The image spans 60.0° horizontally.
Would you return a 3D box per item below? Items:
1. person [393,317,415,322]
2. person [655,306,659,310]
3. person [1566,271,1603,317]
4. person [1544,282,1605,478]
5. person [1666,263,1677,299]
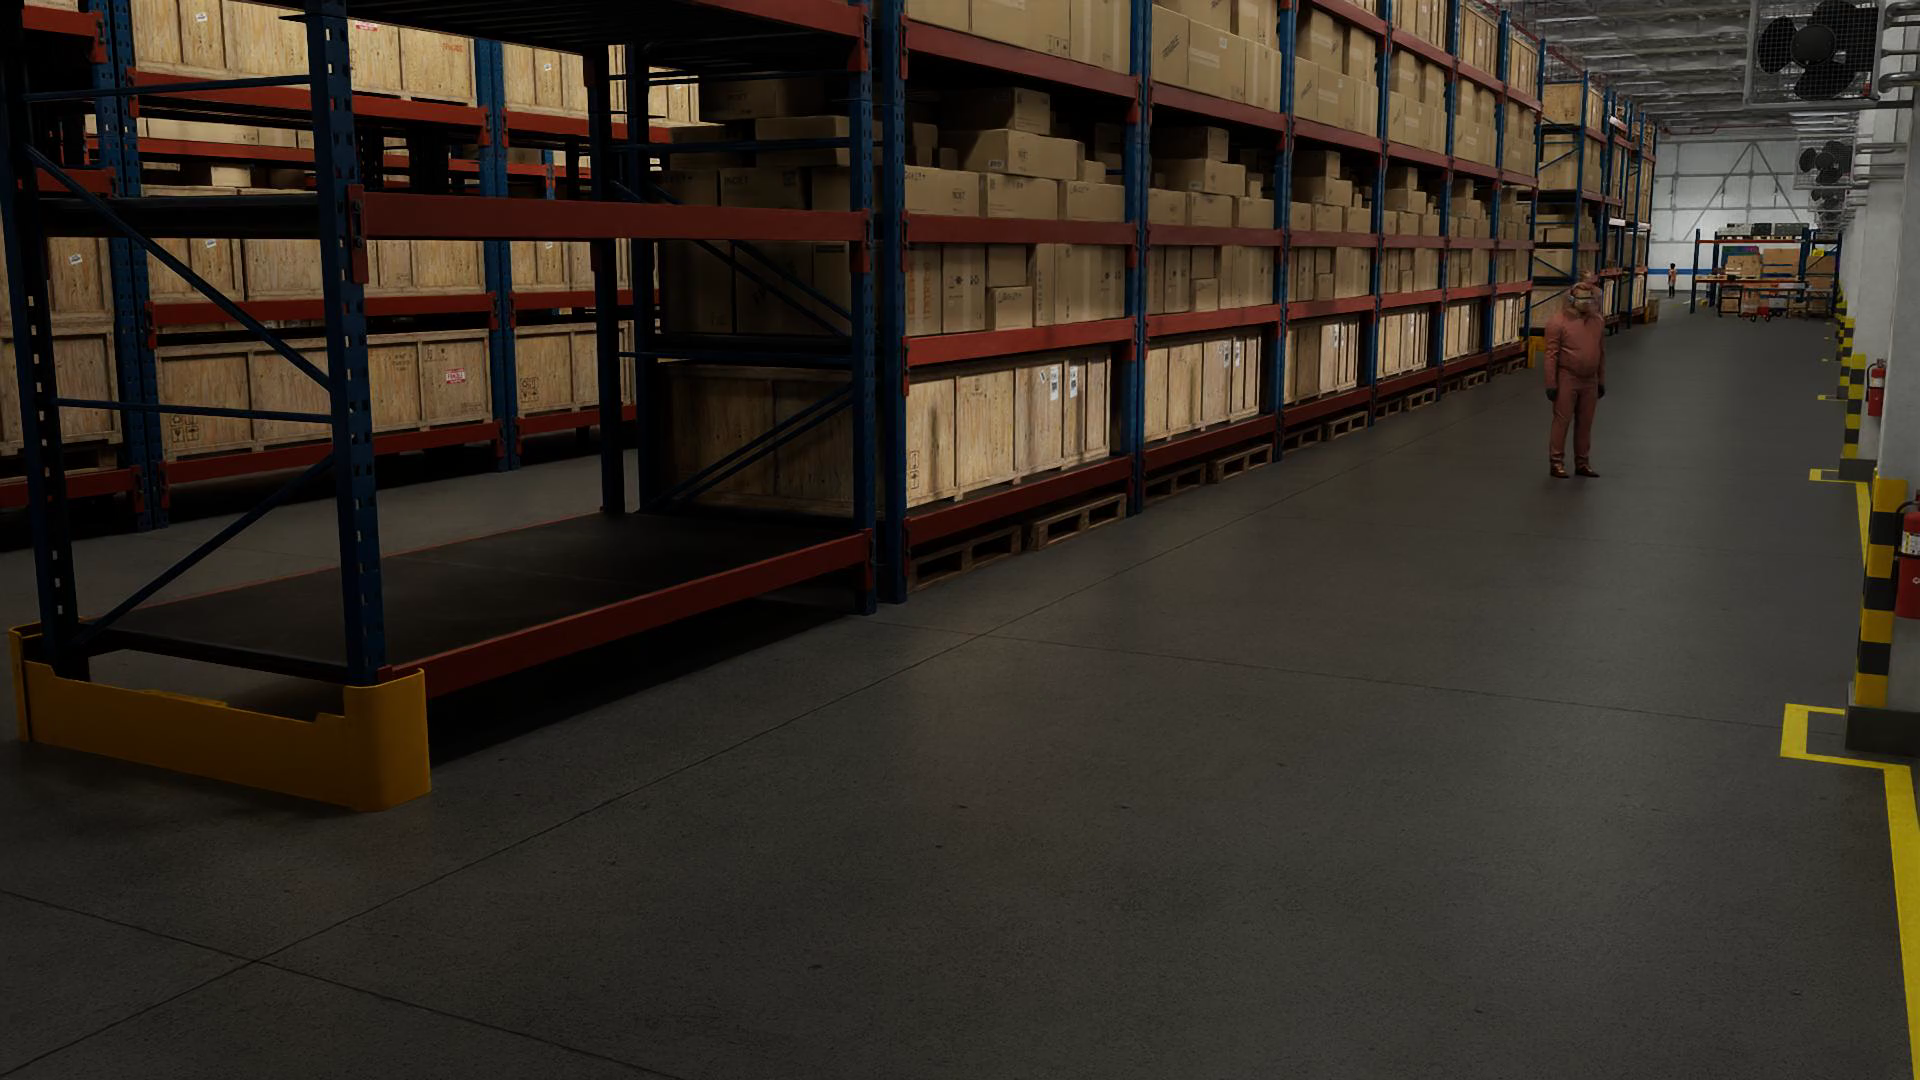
[{"bbox_3d":[-10.057,-3.921,30.082,0.559,1.830,0.453,6,11,31],"label":"person"},{"bbox_3d":[-4.727,-3.344,26.479,0.539,1.930,0.385,-5,11,-27],"label":"person"},{"bbox_3d":[11.078,-3.837,29.531,0.672,1.849,1.010,1,10,8],"label":"person"},{"bbox_3d":[5.972,-1.541,16.127,0.654,1.897,0.403,-3,10,-17],"label":"person"},{"bbox_3d":[33.915,-12.332,79.197,0.538,1.687,0.319,-7,12,-37],"label":"person"}]
